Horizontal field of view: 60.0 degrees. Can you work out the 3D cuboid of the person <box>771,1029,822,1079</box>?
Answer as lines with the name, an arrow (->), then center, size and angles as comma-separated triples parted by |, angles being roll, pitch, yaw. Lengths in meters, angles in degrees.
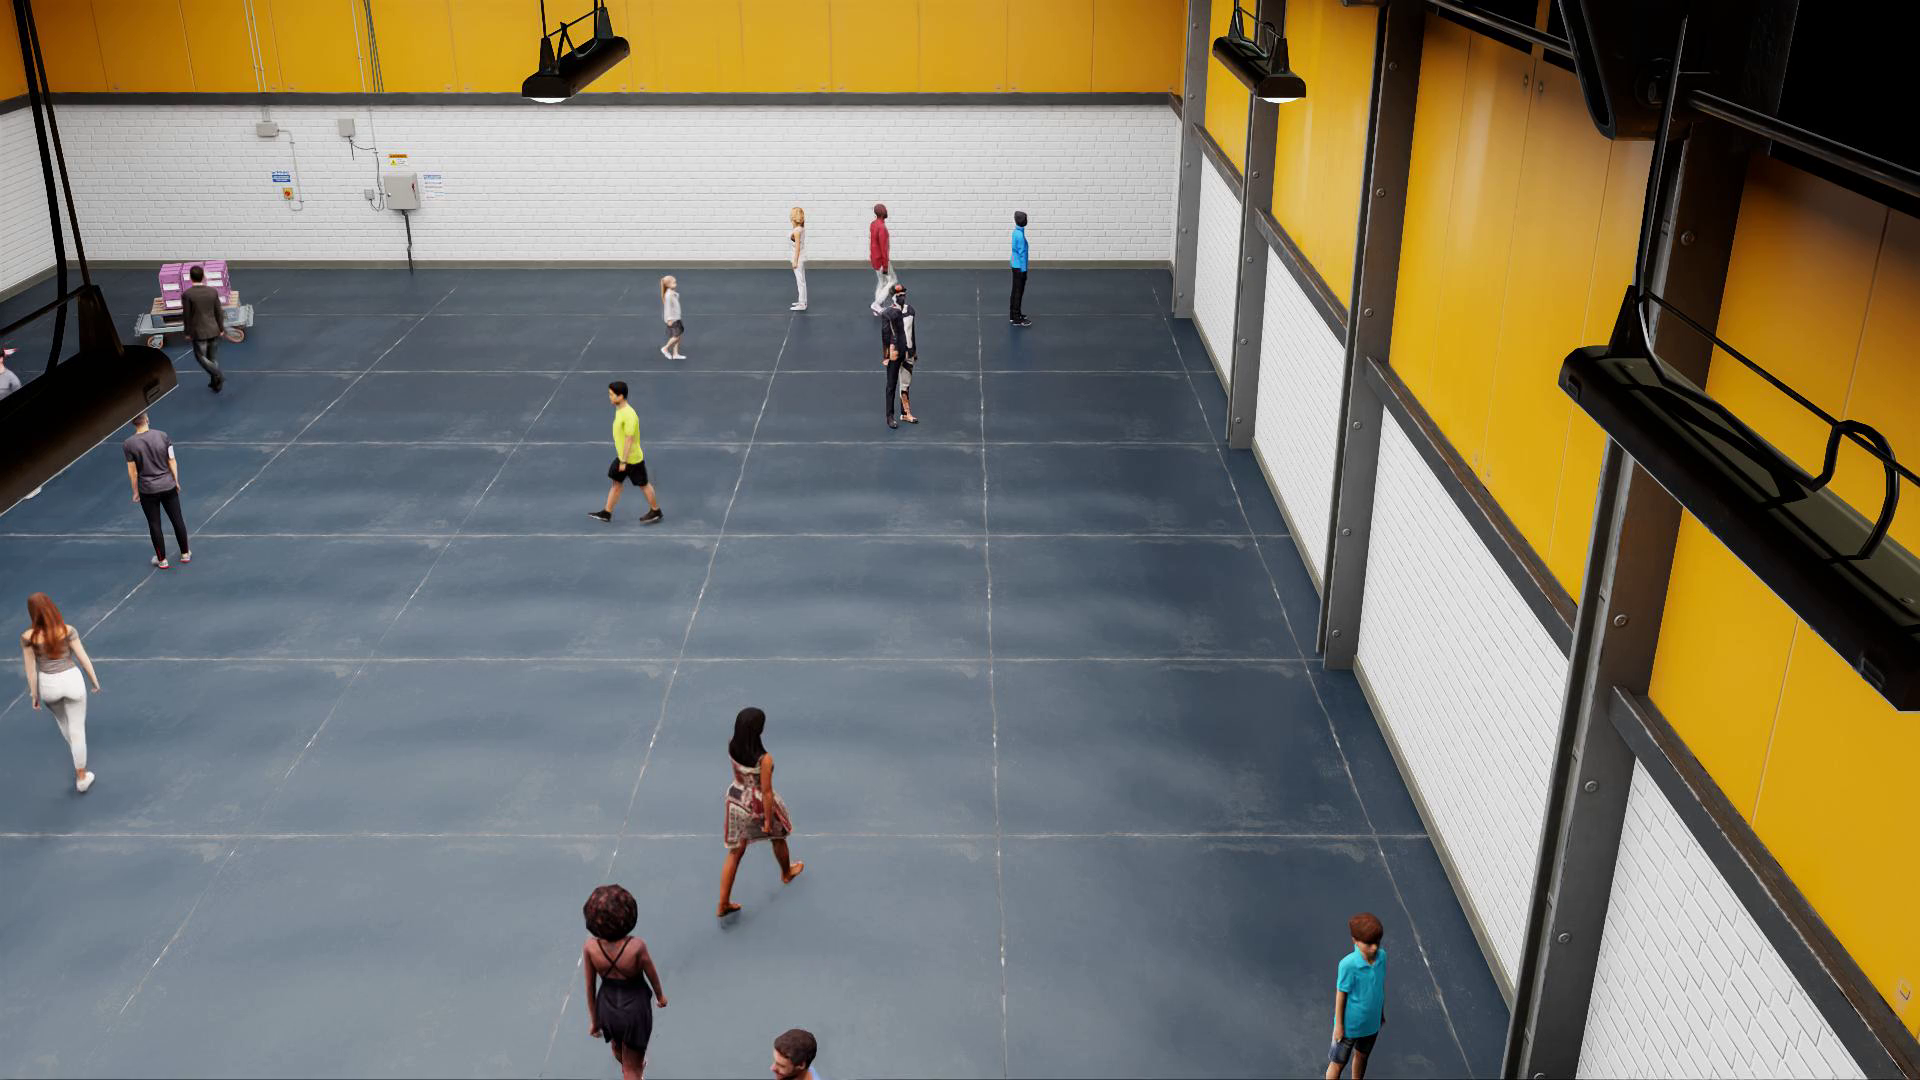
person -> -0.689, 3.284, 8.791 | 0.888, 1.845, 0.839 | -15, 28, -31

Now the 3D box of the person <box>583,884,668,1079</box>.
person -> -1.997, 2.890, 9.810 | 0.638, 1.751, 1.086 | 3, 24, 7

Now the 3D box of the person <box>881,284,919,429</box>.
person -> -0.800, -2.441, 21.826 | 0.771, 1.893, 0.799 | -17, 29, -34

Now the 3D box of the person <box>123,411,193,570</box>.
person -> -8.545, -0.557, 17.681 | 0.727, 1.762, 0.755 | -16, 28, -33

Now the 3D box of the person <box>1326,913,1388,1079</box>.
person -> 2.429, 2.899, 10.165 | 0.594, 1.449, 0.610 | -12, 26, -26

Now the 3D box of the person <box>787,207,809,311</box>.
person -> -2.615, -4.578, 26.992 | 0.644, 1.671, 0.469 | 1, 24, 2

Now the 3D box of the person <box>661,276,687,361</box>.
person -> -4.286, -3.268, 24.496 | 0.612, 1.271, 0.553 | 4, 24, 9

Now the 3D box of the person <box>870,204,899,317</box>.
person -> -1.326, -4.445, 26.518 | 0.847, 1.807, 0.730 | -8, 25, -17

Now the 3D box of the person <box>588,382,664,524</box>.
person -> -3.649, -0.966, 18.739 | 1.033, 1.663, 1.102 | -13, 27, -27

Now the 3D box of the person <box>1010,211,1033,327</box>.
person -> 0.922, -4.291, 26.181 | 0.719, 1.794, 0.542 | -5, 24, -11

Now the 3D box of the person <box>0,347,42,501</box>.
person -> -11.065, -1.411, 19.510 | 0.755, 1.860, 0.757 | 5, 24, 12

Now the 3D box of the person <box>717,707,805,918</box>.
person -> -1.574, 1.990, 12.054 | 0.976, 1.602, 1.188 | 13, 27, 28

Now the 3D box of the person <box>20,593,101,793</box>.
person -> -7.339, 1.276, 13.573 | 0.841, 1.693, 1.050 | -8, 25, -17

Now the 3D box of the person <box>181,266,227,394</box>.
person -> -10.393, -2.871, 22.947 | 1.042, 1.784, 0.994 | 20, 31, 38
